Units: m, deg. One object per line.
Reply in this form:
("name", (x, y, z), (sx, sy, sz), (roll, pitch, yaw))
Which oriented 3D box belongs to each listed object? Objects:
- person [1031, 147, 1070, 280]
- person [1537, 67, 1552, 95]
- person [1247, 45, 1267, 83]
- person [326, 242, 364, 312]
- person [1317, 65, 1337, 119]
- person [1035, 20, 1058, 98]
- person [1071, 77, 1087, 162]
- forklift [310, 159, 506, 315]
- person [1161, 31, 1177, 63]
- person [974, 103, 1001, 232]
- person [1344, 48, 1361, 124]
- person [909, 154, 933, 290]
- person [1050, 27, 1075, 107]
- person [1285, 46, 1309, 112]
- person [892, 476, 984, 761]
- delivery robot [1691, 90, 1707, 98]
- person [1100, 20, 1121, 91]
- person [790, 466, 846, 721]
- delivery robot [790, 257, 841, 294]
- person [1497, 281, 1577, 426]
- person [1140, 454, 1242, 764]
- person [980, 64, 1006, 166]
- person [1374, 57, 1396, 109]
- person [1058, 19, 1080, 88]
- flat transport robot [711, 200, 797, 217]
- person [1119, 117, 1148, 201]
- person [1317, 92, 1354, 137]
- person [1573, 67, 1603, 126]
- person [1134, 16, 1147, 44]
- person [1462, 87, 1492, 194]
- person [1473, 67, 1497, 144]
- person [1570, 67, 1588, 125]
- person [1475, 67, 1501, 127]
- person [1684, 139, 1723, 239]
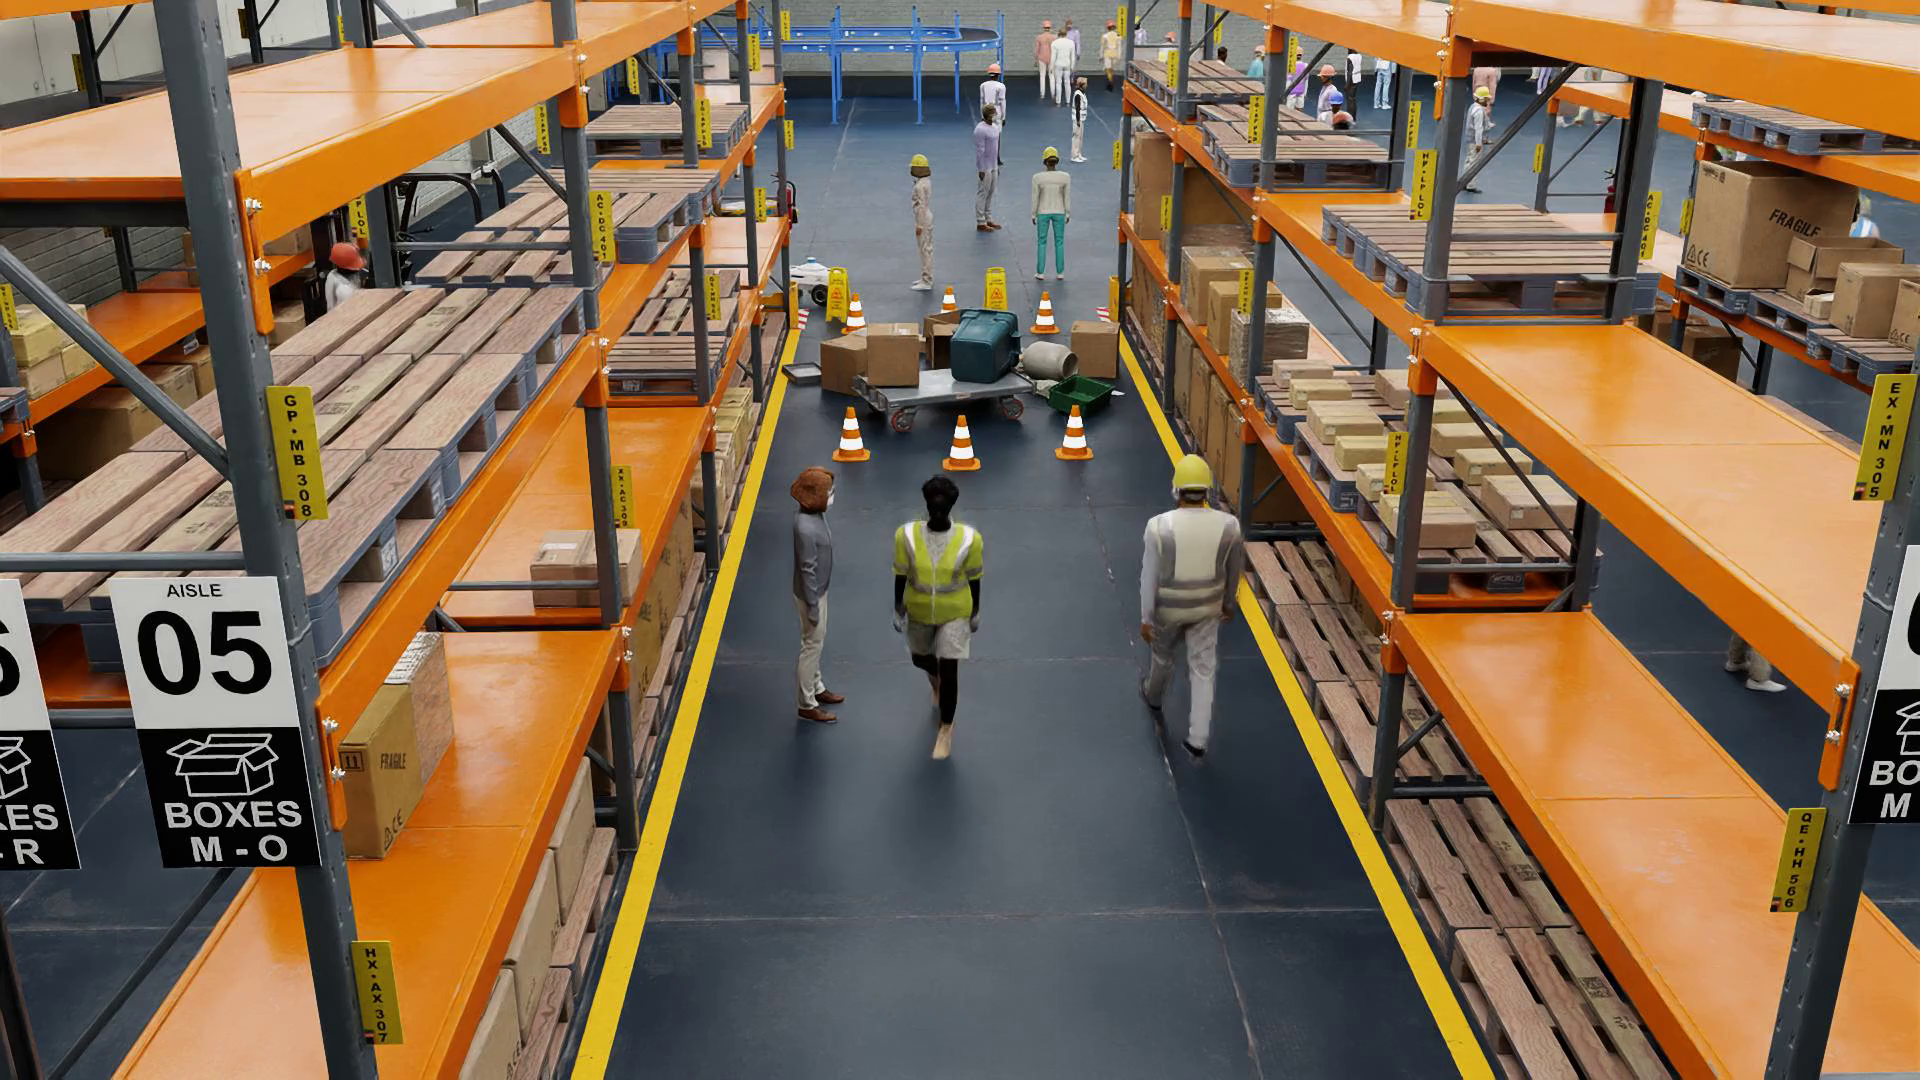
("person", (1.214, -4.378, 22.325), (0.530, 1.761, 0.341), (-1, 21, -3))
("person", (15.916, -12.949, 44.966), (0.528, 1.765, 0.328), (-13, 24, -31))
("person", (6.499, -9.829, 36.487), (0.642, 1.942, 0.689), (1, 21, 3))
("person", (-5.677, -1.821, 15.416), (0.374, 1.901, 0.587), (-14, 25, -33))
("person", (6.747, -7.747, 30.826), (0.373, 2.042, 0.614), (-2, 21, -4))
("person", (2.296, -12.724, 44.050), (0.624, 1.992, 0.395), (-2, 21, -5))
("person", (2.360, -8.314, 32.906), (0.312, 1.633, 0.517), (5, 21, 12))
("forklift", (-5.622, -2.910, 17.832), (2.313, 2.155, 1.214), (-1, 21, -1))
("person", (5.458, -12.454, 43.688), (0.489, 1.740, 0.569), (-15, 25, -34))
("person", (0.434, -5.761, 25.723), (0.372, 1.940, 0.631), (9, 23, 23))
("person", (9.072, -10.578, 38.485), (0.371, 1.916, 0.597), (13, 24, 30))
("person", (-0.511, -4.155, 21.750), (0.309, 1.744, 0.485), (3, 21, 7))
("person", (2.596, -12.004, 42.223), (0.633, 1.938, 0.356), (-6, 21, -15))
("person", (7.340, -9.808, 36.424), (0.552, 1.933, 0.363), (-8, 22, -20))
("person", (-0.119, 0.385, 9.846), (0.534, 1.677, 0.759), (4, 21, 10))
("delivery robot", (18.191, -10.890, 41.074), (0.477, 0.478, 0.707), (14, 25, 32))
("person", (4.162, -13.314, 45.754), (0.549, 1.897, 0.818), (-3, 21, -8))
("person", (-0.871, 0.323, 10.081), (0.295, 1.622, 0.511), (0, 21, 1))
("delivery robot", (-1.881, -3.342, 21.123), (0.707, 0.478, 0.477), (8, 22, 20))
("person", (5.479, -1.997, 15.767), (0.605, 1.944, 0.402), (10, 23, 26))
("person", (1.331, 0.351, 9.784), (0.622, 1.778, 0.934), (-3, 21, -7))
("person", (0.657, -8.274, 32.382), (0.544, 1.930, 0.388), (11, 23, 27))
("person", (10.661, -11.808, 41.783), (0.398, 1.888, 0.588), (-18, 27, -39))
("person", (3.071, -13.759, 46.963), (0.650, 1.869, 0.807), (3, 21, 8))
("flat transport robot", (-3.402, -5.333, 26.910), (1.431, 0.197, 0.652), (-18, 27, -39))
("person", (2.967, -6.679, 28.443), (0.491, 1.730, 0.324), (6, 22, 17))
("person", (6.148, -6.400, 27.421), (0.603, 1.939, 0.417), (6, 22, 15))
("person", (14.666, -10.492, 38.407), (0.768, 1.827, 0.601), (1, 21, 2))
("person", (4.989, -13.765, 46.899), (0.383, 1.922, 0.593), (-15, 26, -35))
("person", (9.072, -7.016, 29.190), (0.404, 1.827, 0.602), (1, 21, 4))
("person", (11.173, -9.403, 35.388), (0.409, 1.913, 0.646), (-9, 22, -22))
("person", (14.458, -10.476, 38.624), (0.278, 1.621, 0.511), (15, 25, 34))
("person", (12.154, -10.554, 38.249), (0.538, 2.000, 0.687), (-6, 21, -14))
("person", (10.209, -4.711, 22.923), (0.864, 1.959, 0.663), (-1, 21, -3))
